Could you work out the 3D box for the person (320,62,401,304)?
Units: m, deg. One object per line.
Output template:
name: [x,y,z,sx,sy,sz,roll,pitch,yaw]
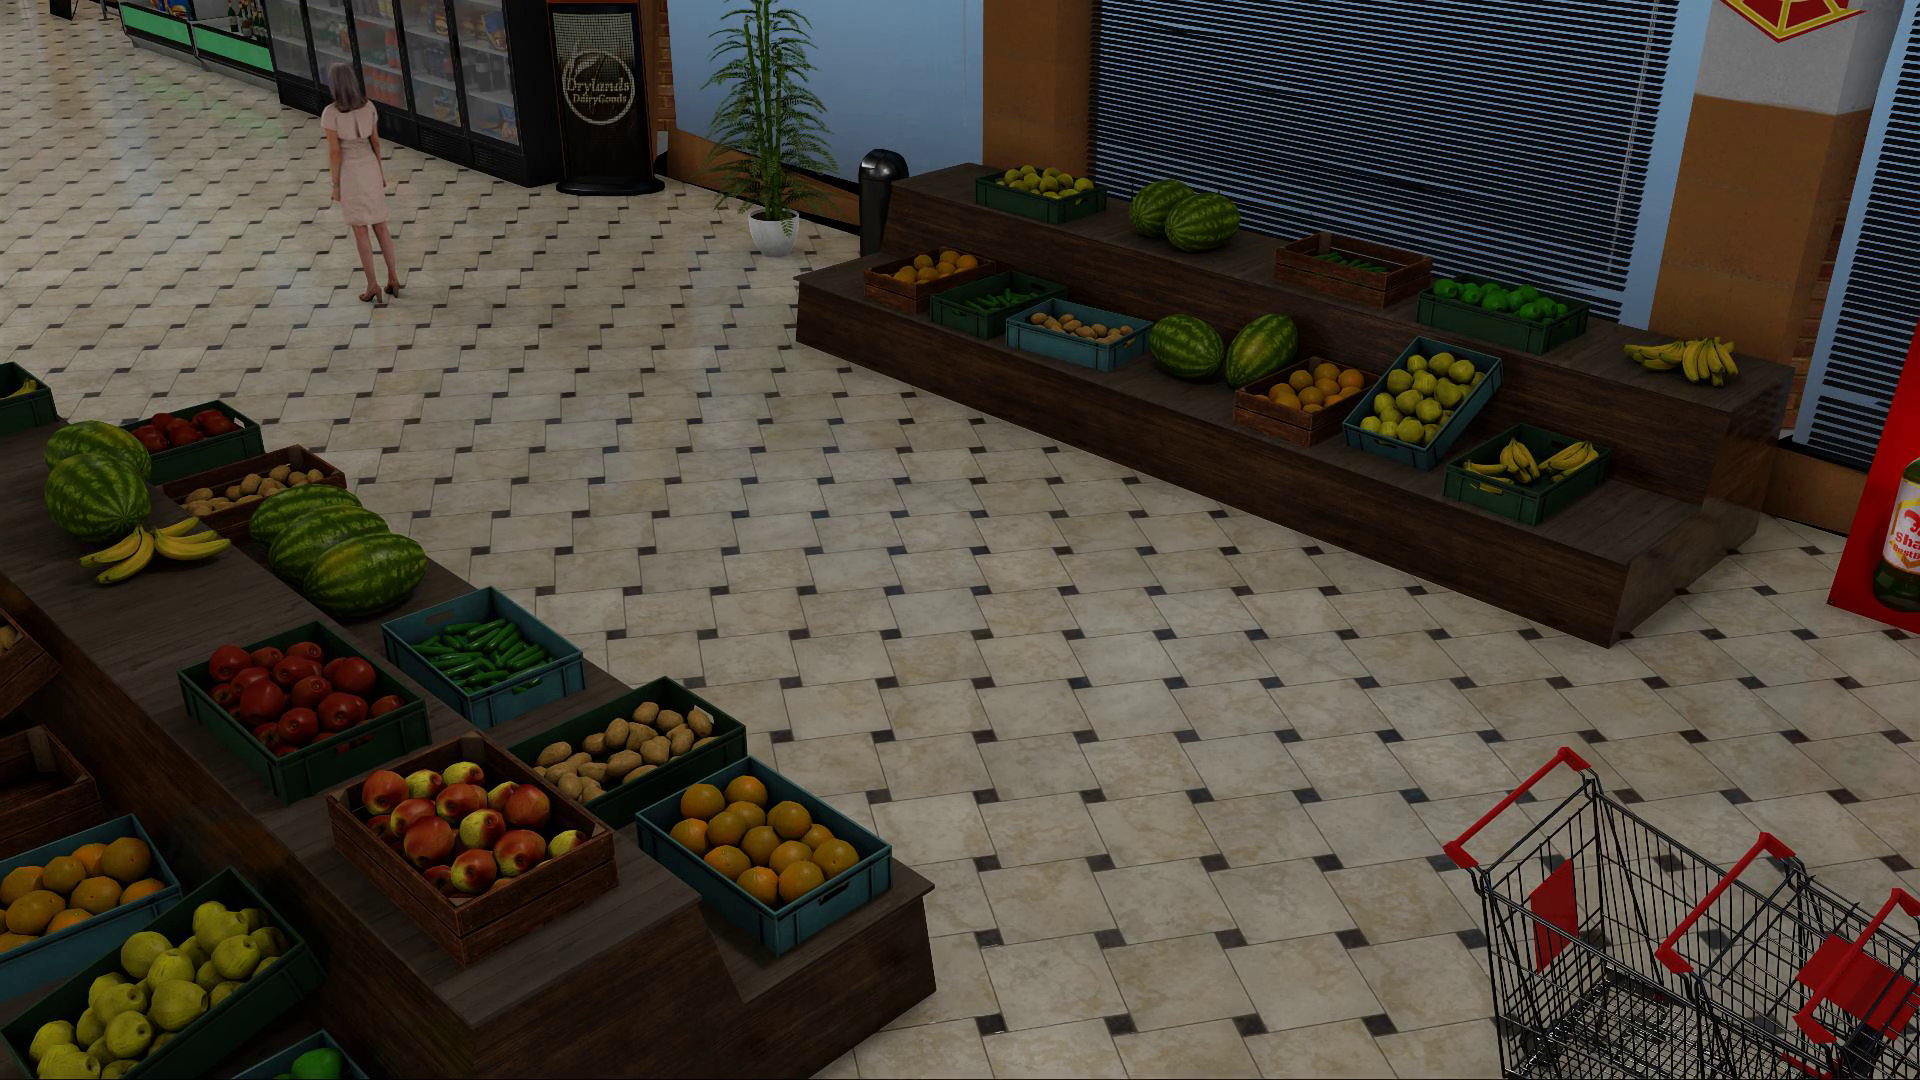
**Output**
person: [-4.386,-2.604,12.159,0.573,1.735,0.617,20,33,34]
